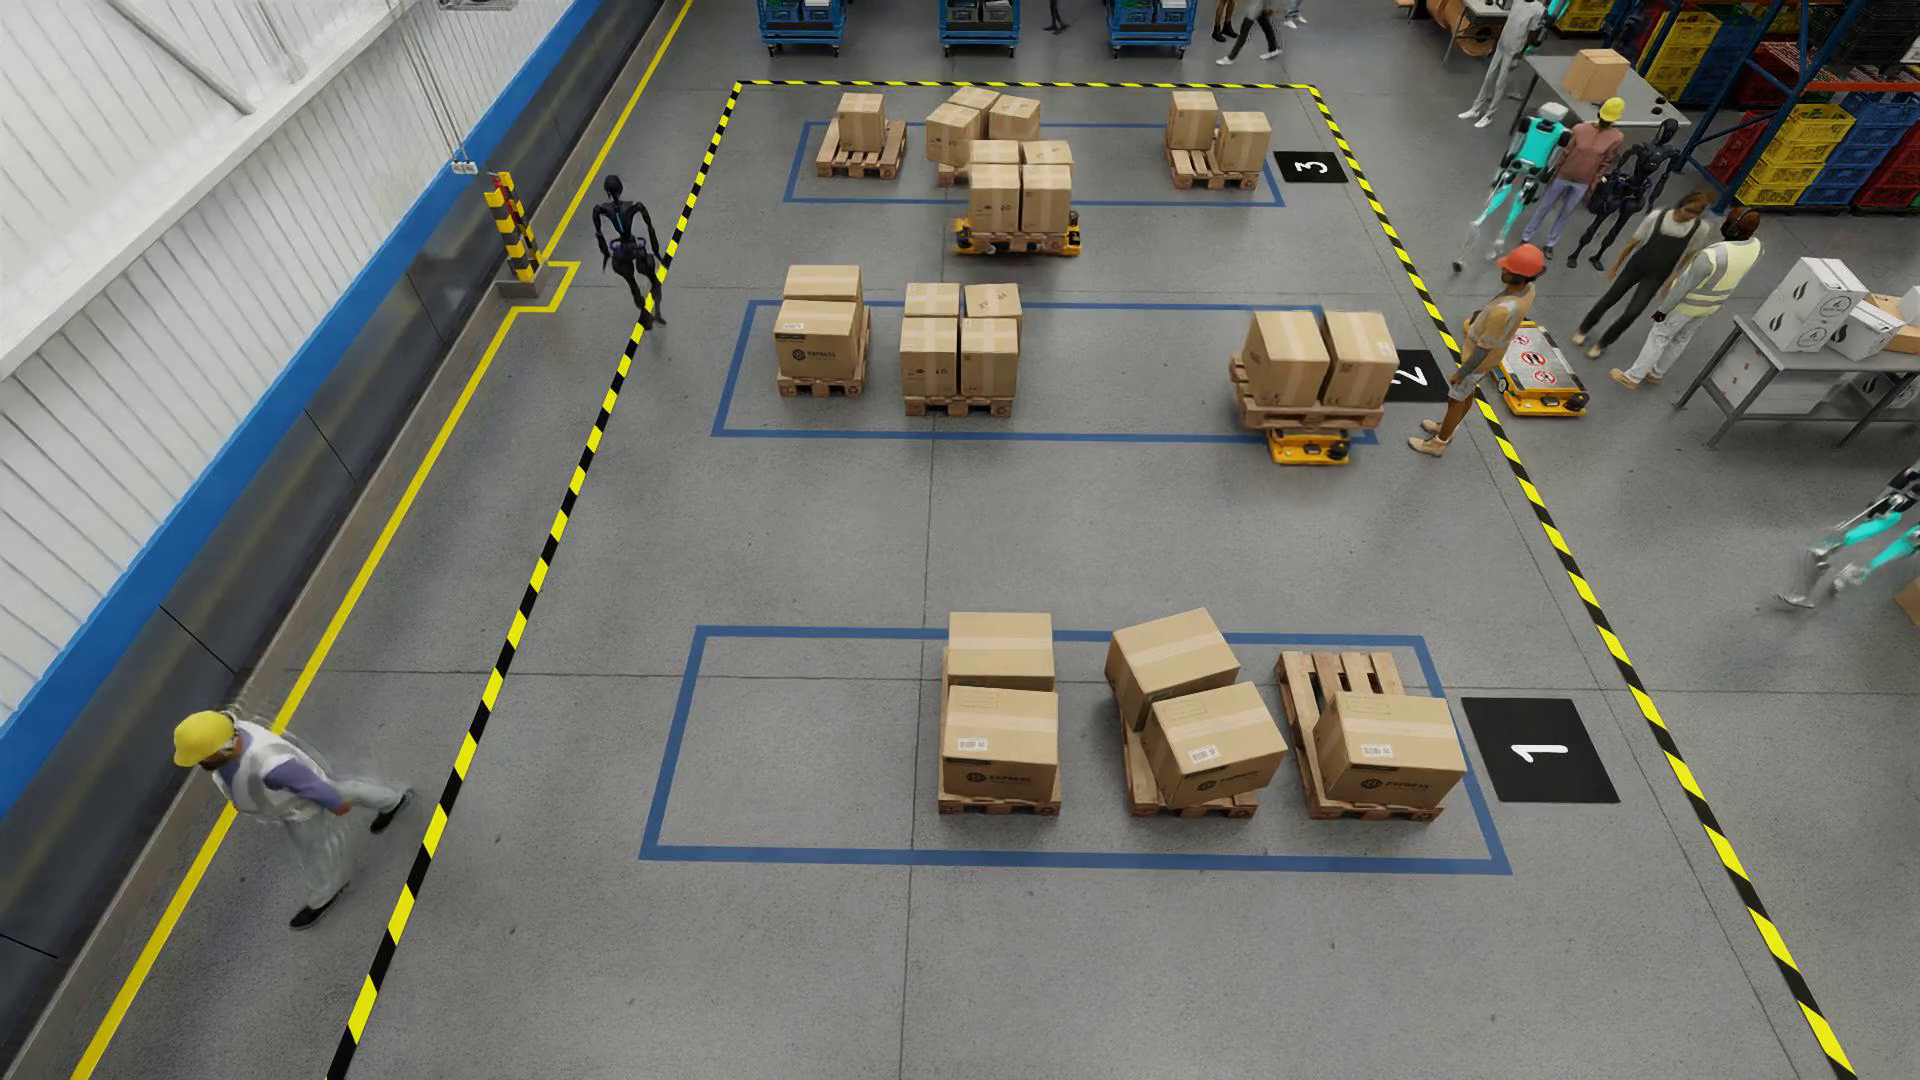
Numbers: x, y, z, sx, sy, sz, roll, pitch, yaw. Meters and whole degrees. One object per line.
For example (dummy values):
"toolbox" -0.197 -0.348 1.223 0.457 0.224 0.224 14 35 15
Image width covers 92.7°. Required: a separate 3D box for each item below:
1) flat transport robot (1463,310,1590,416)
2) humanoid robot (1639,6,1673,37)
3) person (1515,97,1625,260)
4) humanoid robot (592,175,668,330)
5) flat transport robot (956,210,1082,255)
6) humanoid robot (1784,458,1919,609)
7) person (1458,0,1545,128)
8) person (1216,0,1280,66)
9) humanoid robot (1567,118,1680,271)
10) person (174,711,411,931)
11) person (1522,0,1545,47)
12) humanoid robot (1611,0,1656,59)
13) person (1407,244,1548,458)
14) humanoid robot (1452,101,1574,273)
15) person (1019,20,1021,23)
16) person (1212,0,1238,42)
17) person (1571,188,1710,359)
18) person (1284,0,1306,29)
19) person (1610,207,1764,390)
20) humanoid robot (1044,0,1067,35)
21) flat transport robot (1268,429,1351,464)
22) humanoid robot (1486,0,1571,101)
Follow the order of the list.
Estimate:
"flat transport robot" 5.573 -1.757 9.054 0.659 0.231 1.431 1 49 1
"humanoid robot" 10.673 -8.144 13.666 0.694 1.634 0.610 2 49 2
"person" 6.637 -3.899 9.919 0.522 1.765 0.314 20 52 16
"humanoid robot" -3.248 -2.786 9.015 0.599 1.649 0.432 -8 50 -7
"flat transport robot" 0.673 -3.574 10.608 1.431 0.197 0.652 1 49 1
"humanoid robot" 6.719 -0.076 6.640 1.013 1.731 0.548 -18 51 -15
"person" 7.163 -6.404 12.016 0.327 1.873 0.516 -16 51 -13
"person" 4.409 -7.888 13.355 1.001 1.801 0.594 -5 49 -4
"humanoid robot" 7.108 -3.652 9.753 0.599 1.657 0.315 10 50 8
"person" -3.871 1.476 5.257 0.591 1.784 0.943 25 54 20
"person" 8.607 -8.362 13.609 0.403 2.031 0.612 -33 57 -25
"humanoid robot" 8.610 -6.344 12.087 0.586 1.647 0.374 -34 57 -26
"person" 4.346 -1.552 7.703 0.366 2.046 0.605 35 58 26
"humanoid robot" 5.783 -3.636 9.749 1.040 1.782 0.538 -34 57 -26
"person" 0.787 -9.208 14.457 0.390 1.849 0.563 -4 49 -4
"person" 4.216 -8.672 13.934 0.547 1.942 0.345 -30 55 -23
"person" 6.495 -2.523 8.707 0.533 1.797 0.534 26 54 21
"person" 5.484 -9.012 14.357 0.307 1.742 0.488 35 58 26
"person" 6.661 -2.163 8.375 0.628 1.835 0.429 -12 50 -10
"humanoid robot" 1.529 -8.766 14.186 0.332 1.652 0.602 -9 50 -7
"flat transport robot" 3.161 -1.272 8.616 0.652 0.197 1.431 1 49 1
"humanoid robot" 7.769 -6.938 12.563 0.760 1.774 0.555 22 53 18
